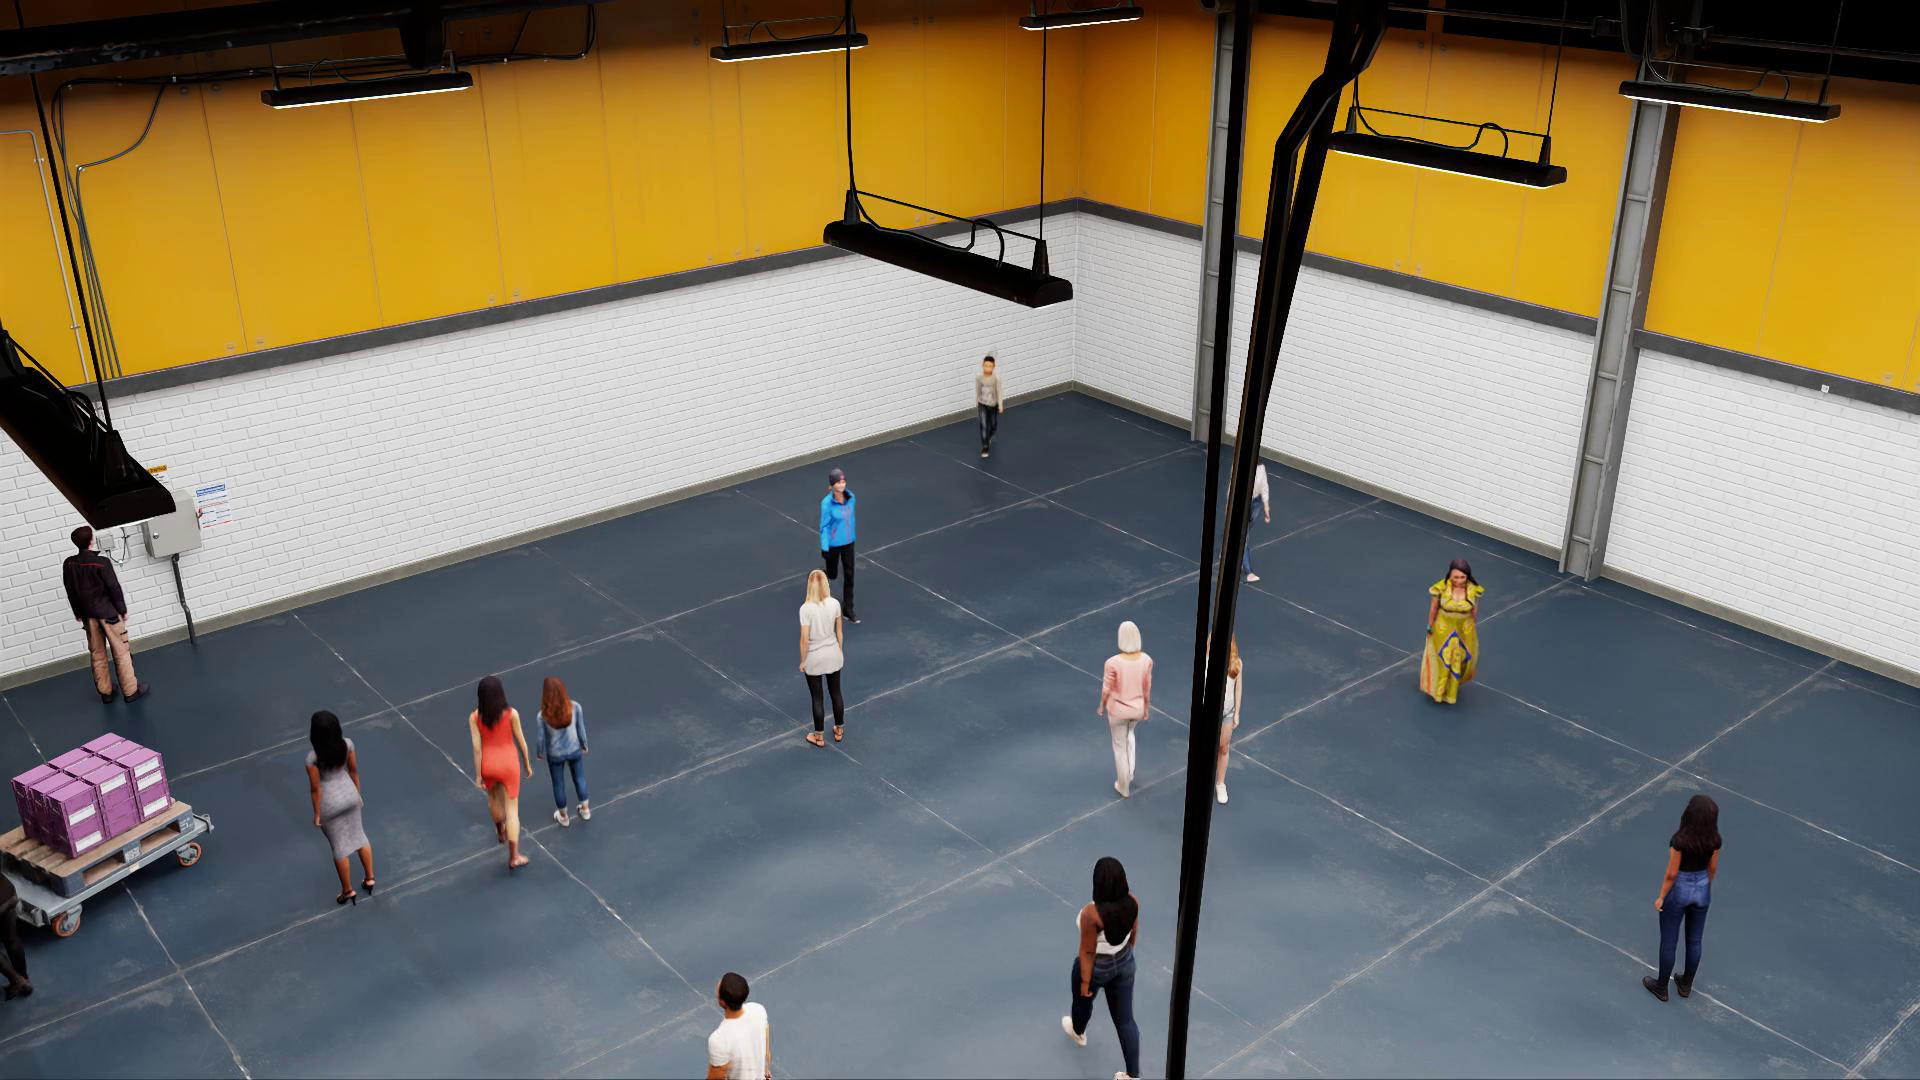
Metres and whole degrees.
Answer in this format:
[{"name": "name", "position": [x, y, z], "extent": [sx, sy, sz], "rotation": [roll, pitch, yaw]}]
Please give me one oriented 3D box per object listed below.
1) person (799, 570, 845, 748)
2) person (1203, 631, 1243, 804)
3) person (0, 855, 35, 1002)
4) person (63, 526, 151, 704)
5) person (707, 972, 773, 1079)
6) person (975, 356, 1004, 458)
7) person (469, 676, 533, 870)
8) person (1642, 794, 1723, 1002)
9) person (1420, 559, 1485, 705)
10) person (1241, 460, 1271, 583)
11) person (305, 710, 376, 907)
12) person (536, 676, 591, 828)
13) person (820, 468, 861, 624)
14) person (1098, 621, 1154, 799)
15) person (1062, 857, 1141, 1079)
[{"name": "person", "position": [-1.326, 1.138, 16.040], "extent": [0.650, 1.823, 0.598], "rotation": [-12, 26, -26]}, {"name": "person", "position": [2.334, 1.566, 15.139], "extent": [0.644, 1.759, 0.711], "rotation": [3, 24, 7]}, {"name": "person", "position": [-7.222, 2.765, 12.572], "extent": [0.780, 1.620, 0.722], "rotation": [3, 24, 7]}, {"name": "person", "position": [-8.679, 0.750, 16.800], "extent": [0.794, 1.925, 0.835], "rotation": [0, 24, 1]}, {"name": "person", "position": [-1.326, 3.532, 10.590], "extent": [0.727, 1.801, 0.744], "rotation": [14, 27, 29]}, {"name": "person", "position": [0.397, -1.938, 23.580], "extent": [0.979, 1.420, 1.047], "rotation": [2, 24, 5]}, {"name": "person", "position": [-3.919, 2.000, 14.238], "extent": [0.923, 1.688, 1.111], "rotation": [-3, 24, -6]}, {"name": "person", "position": [5.489, 2.699, 12.574], "extent": [0.658, 1.738, 0.694], "rotation": [-3, 24, -6]}, {"name": "person", "position": [4.972, 0.889, 16.856], "extent": [1.036, 1.625, 1.096], "rotation": [2, 24, 5]}, {"name": "person", "position": [3.364, -0.394, 19.715], "extent": [0.842, 1.685, 1.159], "rotation": [-8, 25, -18]}, {"name": "person", "position": [-5.102, 2.194, 13.676], "extent": [0.571, 1.781, 0.609], "rotation": [19, 30, 37]}, {"name": "person", "position": [-3.522, 1.888, 14.762], "extent": [0.641, 1.473, 0.610], "rotation": [-11, 26, -24]}, {"name": "person", "position": [-1.403, 0.031, 18.624], "extent": [0.652, 1.780, 1.047], "rotation": [-17, 29, -34]}, {"name": "person", "position": [1.546, 1.582, 15.168], "extent": [0.707, 1.708, 0.752], "rotation": [-9, 25, -19]}, {"name": "person", "position": [1.080, 3.078, 11.678], "extent": [0.889, 1.763, 1.269], "rotation": [-10, 26, -22]}]
